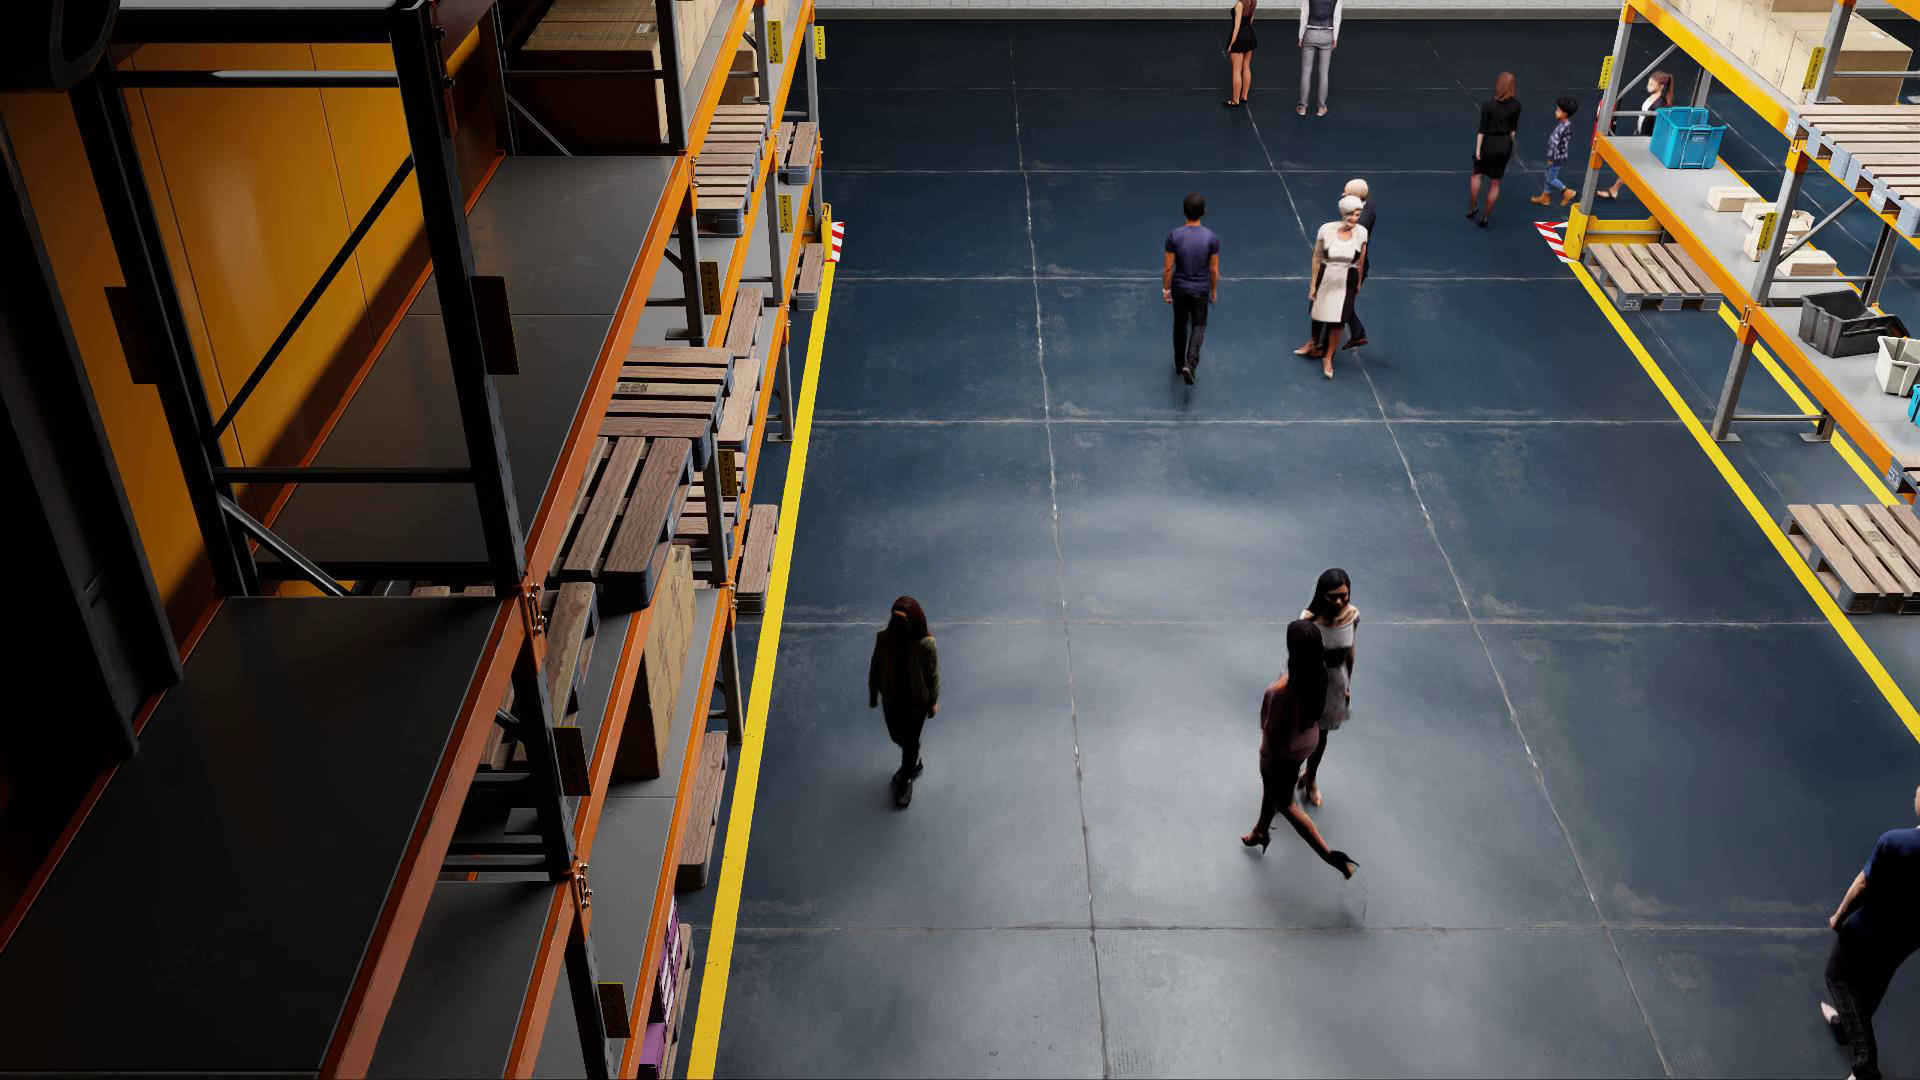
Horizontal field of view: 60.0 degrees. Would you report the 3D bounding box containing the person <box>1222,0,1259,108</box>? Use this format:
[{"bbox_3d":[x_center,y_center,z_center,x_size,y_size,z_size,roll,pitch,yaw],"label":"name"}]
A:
[{"bbox_3d":[3.595,-6.385,21.228,0.739,1.675,0.672,26,42,34],"label":"person"}]

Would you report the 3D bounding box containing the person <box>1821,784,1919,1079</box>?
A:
[{"bbox_3d":[4.749,2.026,8.422,0.686,1.842,0.917,-1,34,-2],"label":"person"}]

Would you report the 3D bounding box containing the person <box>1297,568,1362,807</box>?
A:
[{"bbox_3d":[2.180,0.919,10.150,0.701,1.774,0.702,-7,34,-10],"label":"person"}]

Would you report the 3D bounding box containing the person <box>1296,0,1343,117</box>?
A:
[{"bbox_3d":[4.504,-6.325,20.896,0.708,1.941,0.652,8,34,11],"label":"person"}]

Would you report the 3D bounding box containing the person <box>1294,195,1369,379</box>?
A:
[{"bbox_3d":[3.381,-2.329,15.084,0.813,1.721,0.853,13,36,19],"label":"person"}]

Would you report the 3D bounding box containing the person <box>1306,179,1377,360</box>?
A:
[{"bbox_3d":[3.599,-2.452,15.208,0.951,1.788,0.898,16,37,23],"label":"person"}]

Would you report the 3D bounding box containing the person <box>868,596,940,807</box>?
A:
[{"bbox_3d":[-0.325,0.961,10.359,0.709,1.472,0.746,14,36,20],"label":"person"}]

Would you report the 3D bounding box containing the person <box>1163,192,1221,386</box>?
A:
[{"bbox_3d":[2.057,-2.197,14.836,0.762,1.776,1.023,6,34,8],"label":"person"}]

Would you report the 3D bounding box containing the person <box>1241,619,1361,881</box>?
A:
[{"bbox_3d":[1.982,1.280,9.597,1.058,1.784,1.123,-28,43,-36],"label":"person"}]

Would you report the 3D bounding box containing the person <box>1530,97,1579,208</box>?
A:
[{"bbox_3d":[6.676,-4.277,18.450,0.735,1.239,0.730,15,37,22],"label":"person"}]

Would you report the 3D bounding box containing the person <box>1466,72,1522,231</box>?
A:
[{"bbox_3d":[5.756,-4.131,17.821,0.593,1.693,0.625,2,34,3],"label":"person"}]

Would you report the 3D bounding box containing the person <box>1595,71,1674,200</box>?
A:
[{"bbox_3d":[7.708,-4.426,18.426,0.855,1.513,1.039,10,35,14],"label":"person"}]
